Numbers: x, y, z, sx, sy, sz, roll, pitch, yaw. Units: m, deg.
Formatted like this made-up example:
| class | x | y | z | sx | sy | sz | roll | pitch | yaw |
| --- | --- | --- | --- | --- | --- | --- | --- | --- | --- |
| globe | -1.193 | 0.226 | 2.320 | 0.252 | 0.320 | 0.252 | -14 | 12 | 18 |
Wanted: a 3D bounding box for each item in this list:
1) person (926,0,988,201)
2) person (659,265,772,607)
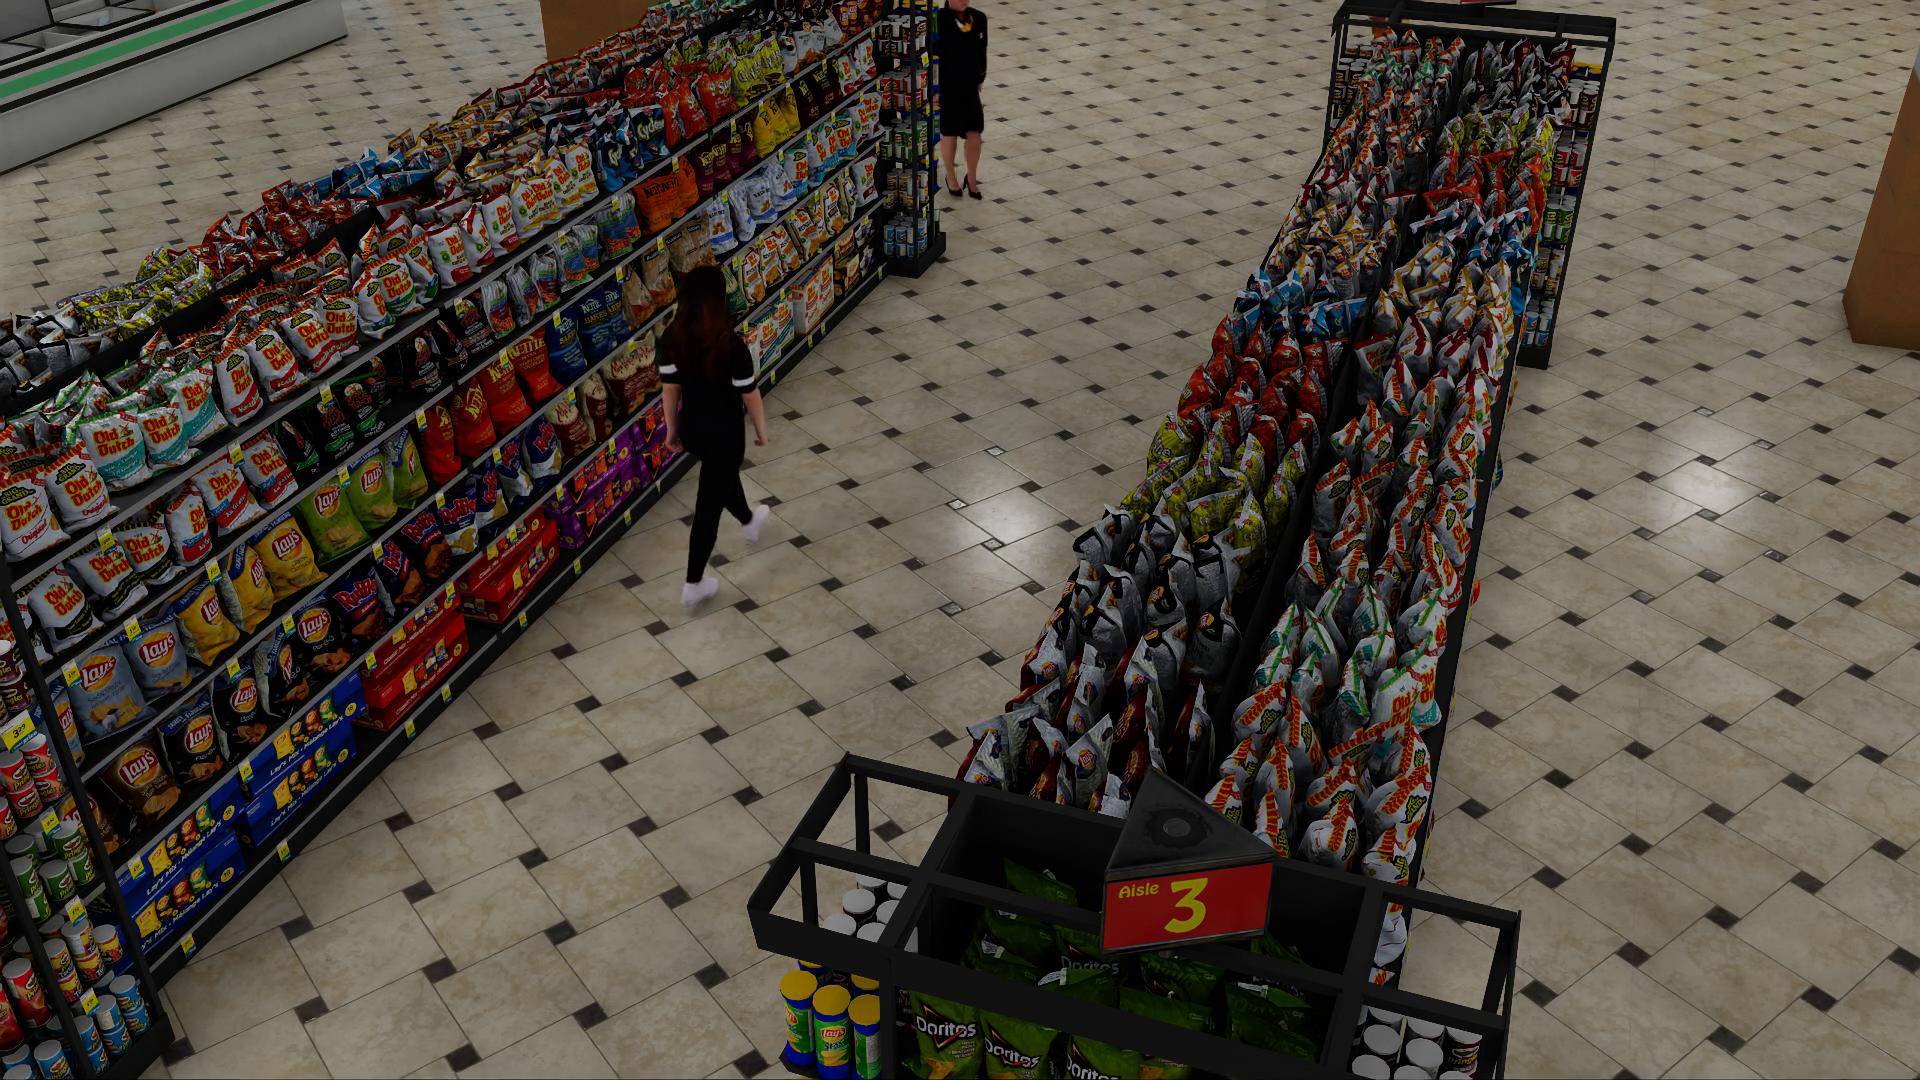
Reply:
| class | x | y | z | sx | sy | sz | roll | pitch | yaw |
| --- | --- | --- | --- | --- | --- | --- | --- | --- | --- |
| person | -0.054 | -3.369 | 12.374 | 0.831 | 1.659 | 0.880 | -11 | 34 | -18 |
| person | -1.182 | -0.442 | 7.738 | 0.614 | 1.586 | 1.101 | 12 | 34 | 18 |
